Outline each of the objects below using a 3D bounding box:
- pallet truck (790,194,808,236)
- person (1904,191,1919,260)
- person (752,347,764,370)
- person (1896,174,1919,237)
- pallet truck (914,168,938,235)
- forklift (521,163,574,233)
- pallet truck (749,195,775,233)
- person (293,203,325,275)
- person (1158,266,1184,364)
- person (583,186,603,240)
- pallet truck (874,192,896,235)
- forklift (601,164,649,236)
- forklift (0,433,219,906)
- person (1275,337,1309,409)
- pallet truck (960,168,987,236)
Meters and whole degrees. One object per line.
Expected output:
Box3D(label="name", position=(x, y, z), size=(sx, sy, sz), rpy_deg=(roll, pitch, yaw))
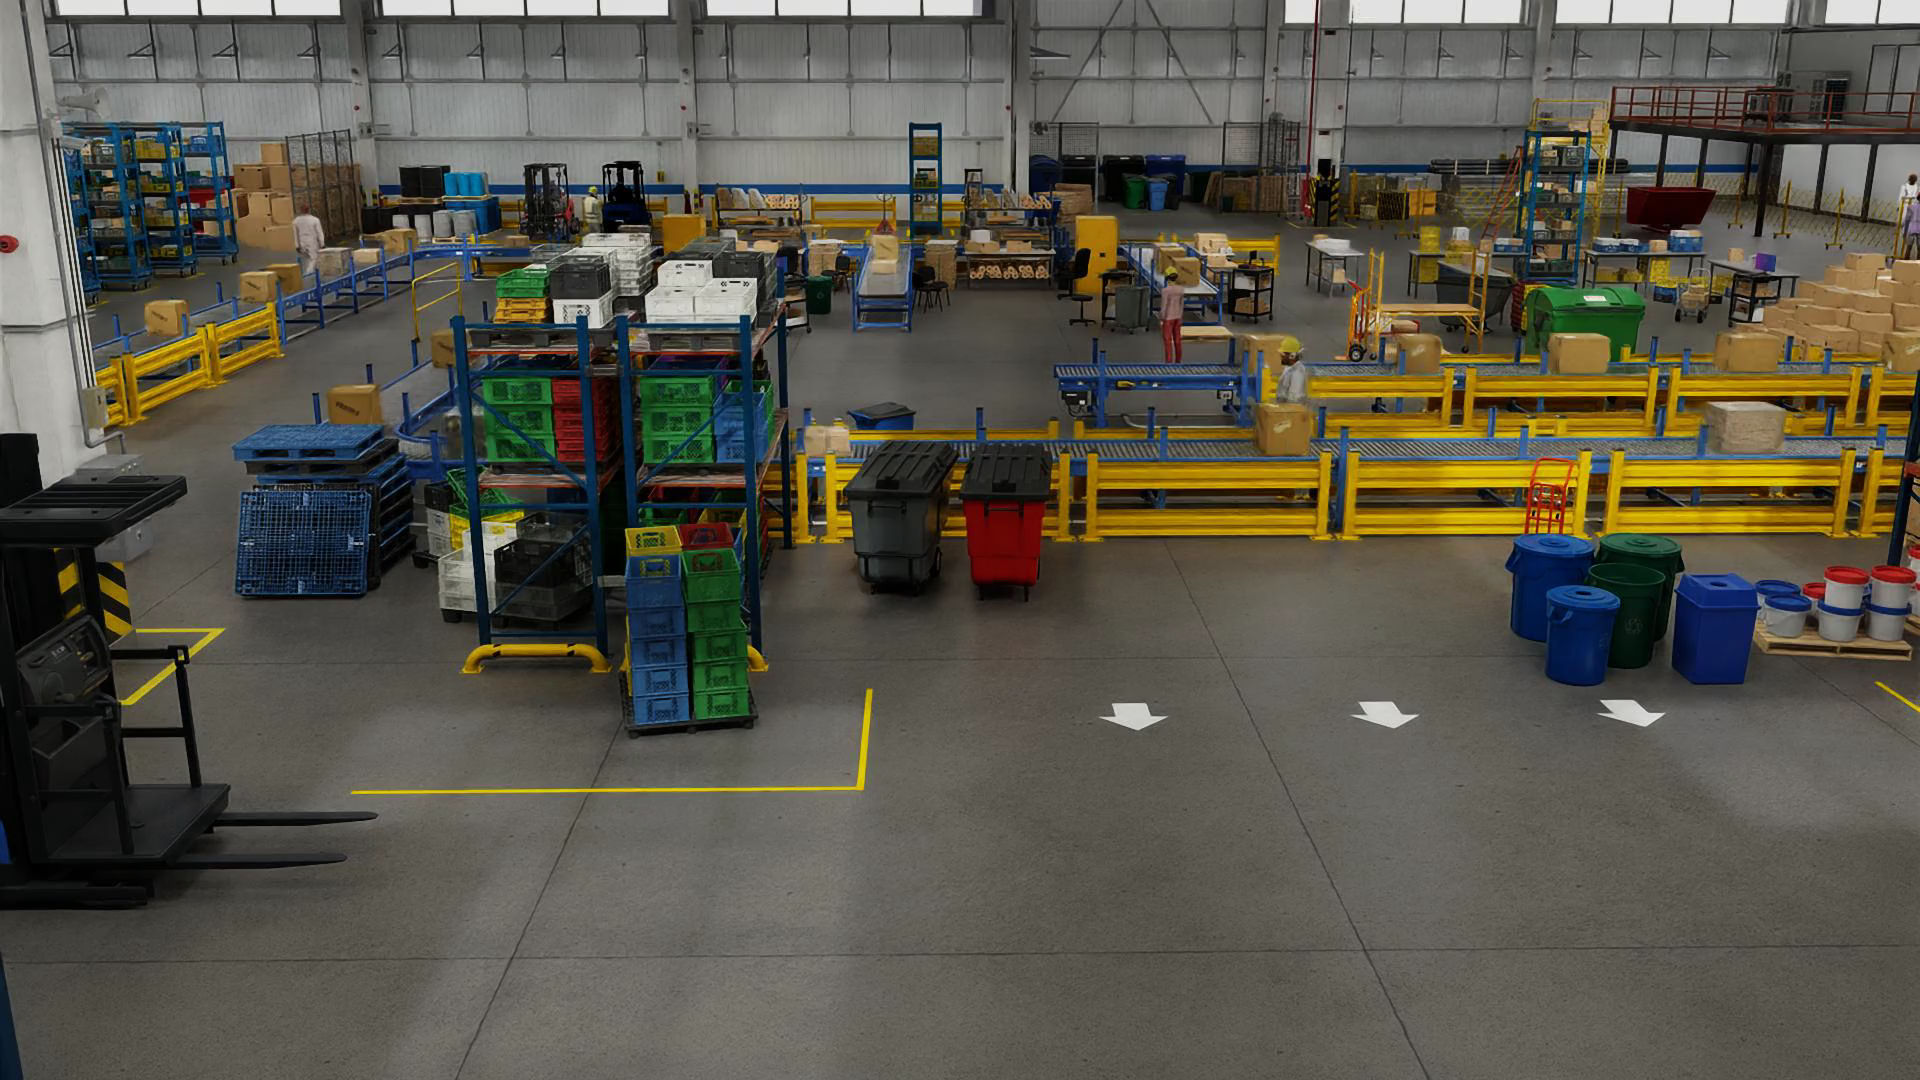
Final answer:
Box3D(label="pallet truck", position=(-4.814, -9.883, 50.259), size=(0.704, 1.261, 1.522), rpy_deg=(-1, 16, -3))
Box3D(label="person", position=(23.742, -7.667, 41.237), size=(0.609, 2.034, 0.397), rpy_deg=(8, 18, 26))
Box3D(label="person", position=(-2.649, -1.620, 20.852), size=(0.710, 1.678, 0.534), rpy_deg=(-5, 17, -16))
Box3D(label="person", position=(28.182, -9.925, 49.385), size=(0.578, 1.872, 0.405), rpy_deg=(1, 16, 4))
Box3D(label="pallet truck", position=(-0.989, -10.316, 50.507), size=(0.823, 1.965, 1.885), rpy_deg=(1, 16, 3))
Box3D(label="forklift", position=(-12.233, -10.122, 49.298), size=(1.157, 1.987, 2.680), rpy_deg=(0, 16, -1))
Box3D(label="pallet truck", position=(-6.051, -9.967, 50.660), size=(0.680, 1.201, 1.601), rpy_deg=(0, 16, -1))
Box3D(label="person", position=(-15.256, -6.919, 38.916), size=(0.646, 1.877, 0.835), rpy_deg=(2, 16, 8))
Box3D(label="person", position=(3.532, -3.705, 27.946), size=(0.533, 1.763, 0.326), rpy_deg=(-13, 20, -37))
Box3D(label="person", position=(-9.907, -8.641, 44.988), size=(0.624, 1.824, 0.404), rpy_deg=(10, 19, 31))
Box3D(label="pallet truck", position=(-2.277, -9.986, 50.594), size=(0.653, 1.274, 1.630), rpy_deg=(0, 16, -1))
Box3D(label="forklift", position=(-9.948, -10.127, 49.296), size=(1.157, 1.987, 2.680), rpy_deg=(-1, 16, -3))
Box3D(label="forklift", position=(-5.952, 0.780, 10.366), size=(1.873, 2.768, 1.129), rpy_deg=(0, 16, -1))
Box3D(label="person", position=(3.961, -1.598, 20.533), size=(0.759, 1.804, 0.627), rpy_deg=(1, 16, 2))
Box3D(label="pallet truck", position=(0.383, -10.230, 50.206), size=(0.823, 1.965, 1.885), rpy_deg=(-1, 16, -3))
